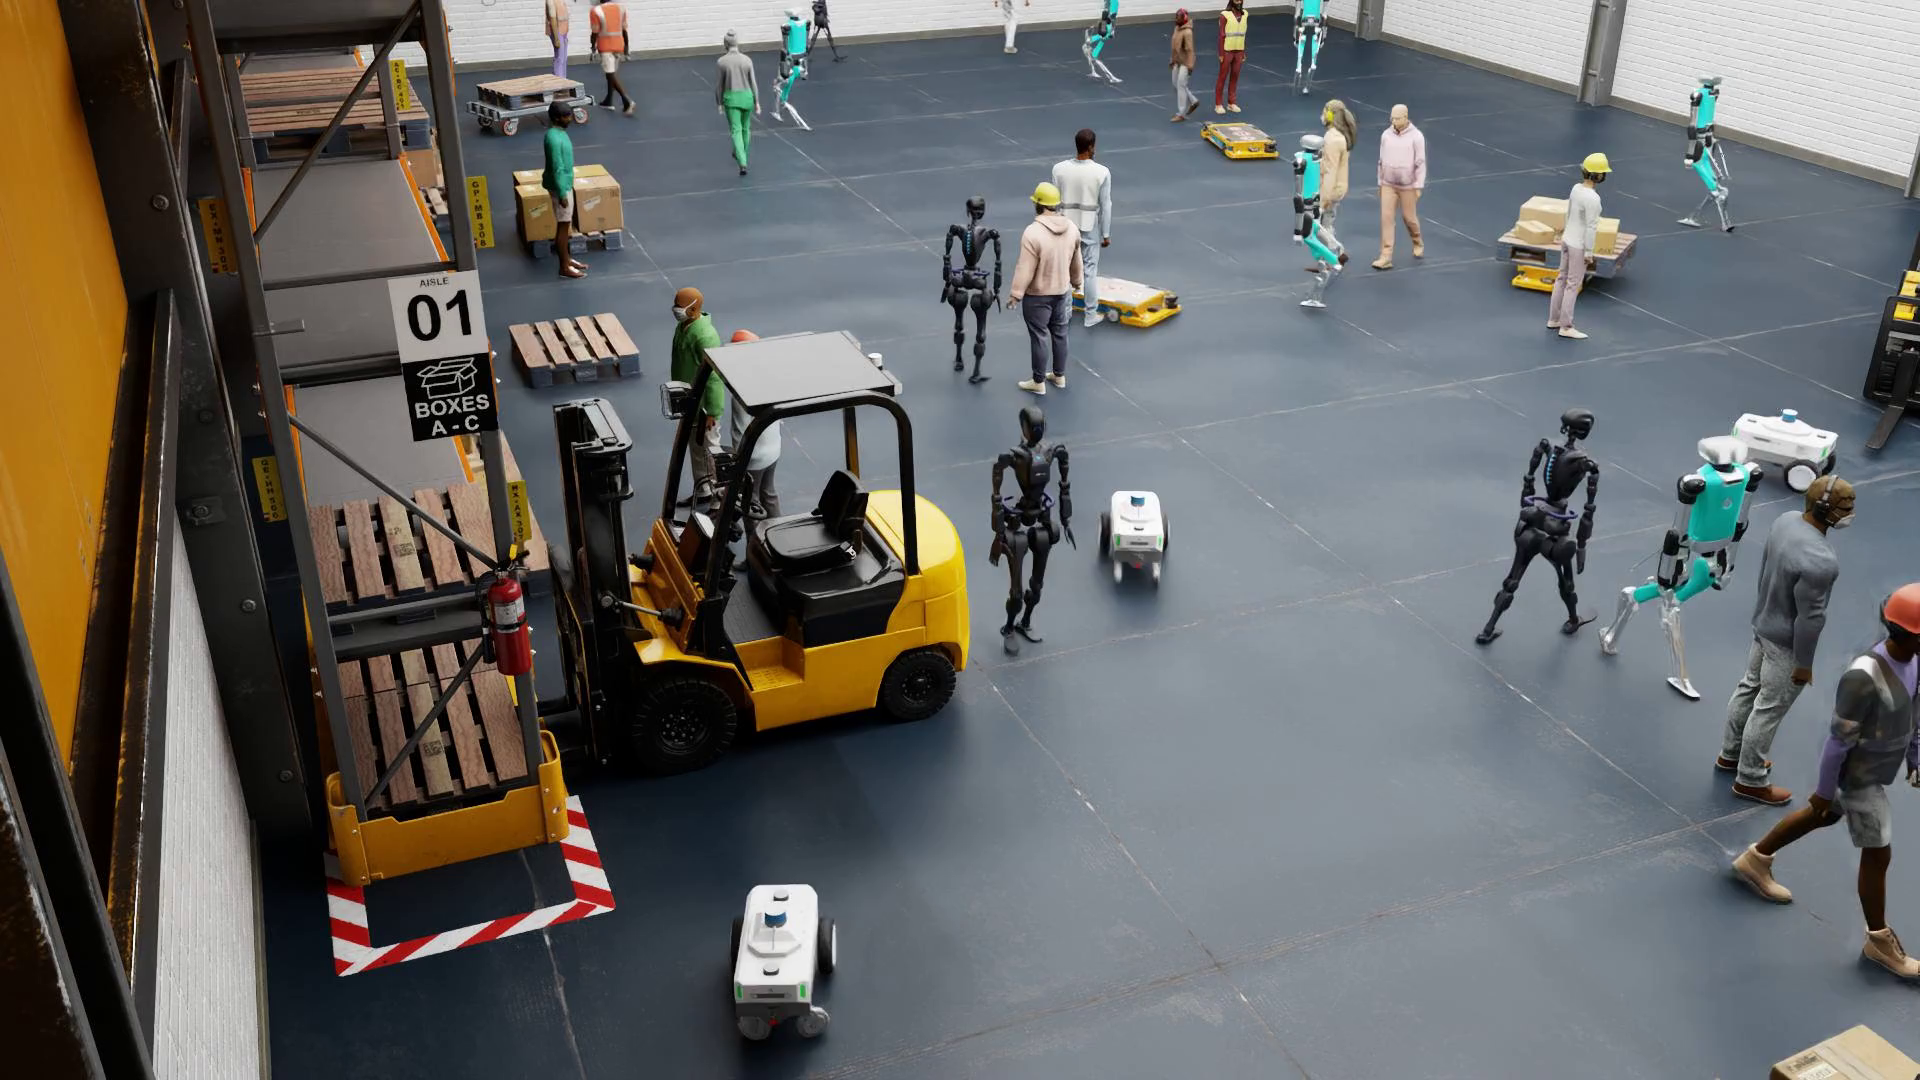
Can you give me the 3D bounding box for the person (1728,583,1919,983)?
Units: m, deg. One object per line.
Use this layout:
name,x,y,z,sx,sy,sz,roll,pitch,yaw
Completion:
person,4.332,1.063,7.961,0.626,1.989,1.042,-22,34,-37

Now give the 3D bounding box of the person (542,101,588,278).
person,-4.225,-3.719,17.626,0.394,1.848,0.494,-2,27,-5

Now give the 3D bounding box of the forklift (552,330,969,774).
forklift,-1.094,0.010,9.831,2.313,2.155,1.214,-10,28,-20

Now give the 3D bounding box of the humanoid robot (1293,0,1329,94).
humanoid robot,5.395,-7.723,25.755,0.536,1.815,0.734,6,27,12

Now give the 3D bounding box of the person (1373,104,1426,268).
person,4.786,-3.841,17.987,0.562,1.757,0.777,19,32,32

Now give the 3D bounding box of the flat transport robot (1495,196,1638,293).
flat transport robot,6.459,-2.923,17.801,0.659,0.231,1.431,16,31,29

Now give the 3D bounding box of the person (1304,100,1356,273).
person,3.900,-3.716,17.619,0.450,1.859,0.556,10,28,19

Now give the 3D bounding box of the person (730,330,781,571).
person,-1.438,-0.620,11.585,0.352,1.736,0.576,10,28,19

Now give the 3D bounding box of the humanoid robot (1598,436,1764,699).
humanoid robot,4.327,0.085,10.236,0.563,1.801,0.930,-8,28,-16

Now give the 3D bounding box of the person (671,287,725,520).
person,-1.939,-1.014,12.319,0.384,1.783,0.550,-17,31,-30

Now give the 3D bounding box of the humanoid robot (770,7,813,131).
humanoid robot,-2.546,-6.762,23.866,1.030,1.768,0.536,20,33,34

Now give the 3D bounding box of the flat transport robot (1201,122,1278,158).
flat transport robot,3.855,-5.526,22.978,0.659,0.231,1.431,-4,27,-8

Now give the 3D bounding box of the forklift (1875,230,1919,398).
forklift,9.029,-2.397,14.618,1.214,2.155,2.313,18,32,32

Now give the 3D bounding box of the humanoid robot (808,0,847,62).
humanoid robot,-2.342,-8.992,28.356,0.773,1.627,0.592,-6,27,-11

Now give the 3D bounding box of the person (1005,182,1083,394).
person,0.767,-2.194,14.573,0.819,1.865,0.410,-20,33,-34

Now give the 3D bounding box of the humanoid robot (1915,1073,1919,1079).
humanoid robot,2.897,2.449,5.514,0.665,1.832,0.536,5,27,10

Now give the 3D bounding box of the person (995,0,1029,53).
person,0.897,-9.482,29.058,0.595,1.878,0.522,7,27,13

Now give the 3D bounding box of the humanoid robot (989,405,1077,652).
humanoid robot,0.454,-0.084,10.588,0.585,1.652,0.344,-11,29,-22

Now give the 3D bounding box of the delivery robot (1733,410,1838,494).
delivery robot,6.509,-0.720,13.123,0.812,0.614,0.499,19,33,33

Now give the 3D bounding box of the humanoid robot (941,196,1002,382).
humanoid robot,0.098,-2.269,14.953,0.589,1.640,0.554,8,28,15

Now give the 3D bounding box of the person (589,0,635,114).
person,-5.172,-7.321,24.717,0.958,1.919,0.614,23,35,38

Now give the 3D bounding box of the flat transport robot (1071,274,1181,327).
flat transport robot,1.468,-2.458,16.876,1.431,0.231,0.659,20,33,34

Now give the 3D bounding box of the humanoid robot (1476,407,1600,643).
humanoid robot,3.794,-0.093,10.663,0.821,1.611,0.591,-14,30,-26

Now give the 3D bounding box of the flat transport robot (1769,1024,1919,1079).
flat transport robot,3.094,2.831,6.356,0.659,0.231,1.431,-13,29,-23

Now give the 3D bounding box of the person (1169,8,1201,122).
person,3.316,-6.931,24.248,0.518,1.624,0.479,-8,28,-15

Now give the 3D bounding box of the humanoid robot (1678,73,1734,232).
humanoid robot,8.733,-4.385,19.186,0.546,1.874,0.827,-23,35,-38

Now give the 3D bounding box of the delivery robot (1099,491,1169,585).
delivery robot,1.247,-0.062,11.776,0.499,0.579,0.759,1,27,2

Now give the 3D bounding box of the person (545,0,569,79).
person,-6.216,-7.795,25.741,0.373,1.840,0.568,1,27,1

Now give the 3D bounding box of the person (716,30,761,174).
person,-2.887,-5.723,21.679,0.563,1.802,0.960,-11,29,-20

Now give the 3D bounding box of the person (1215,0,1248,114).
person,4.039,-7.269,24.776,0.475,1.767,0.358,-12,29,-22

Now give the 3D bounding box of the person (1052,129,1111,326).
person,1.169,-3.022,16.171,0.589,1.911,0.384,10,28,19

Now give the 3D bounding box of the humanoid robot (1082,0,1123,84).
humanoid robot,2.244,-8.196,26.663,0.904,1.773,0.542,11,29,21

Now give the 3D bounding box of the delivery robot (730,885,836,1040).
delivery robot,-0.838,1.948,7.783,0.523,0.585,0.732,0,27,0

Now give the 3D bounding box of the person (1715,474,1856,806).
person,4.505,0.528,9.083,0.351,1.935,0.634,3,27,5

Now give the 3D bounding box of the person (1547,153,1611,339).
person,5.945,-2.827,15.943,0.328,1.768,0.525,-2,27,-3

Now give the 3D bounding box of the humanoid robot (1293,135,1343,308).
humanoid robot,3.621,-3.075,16.515,0.742,1.825,0.555,15,30,27
